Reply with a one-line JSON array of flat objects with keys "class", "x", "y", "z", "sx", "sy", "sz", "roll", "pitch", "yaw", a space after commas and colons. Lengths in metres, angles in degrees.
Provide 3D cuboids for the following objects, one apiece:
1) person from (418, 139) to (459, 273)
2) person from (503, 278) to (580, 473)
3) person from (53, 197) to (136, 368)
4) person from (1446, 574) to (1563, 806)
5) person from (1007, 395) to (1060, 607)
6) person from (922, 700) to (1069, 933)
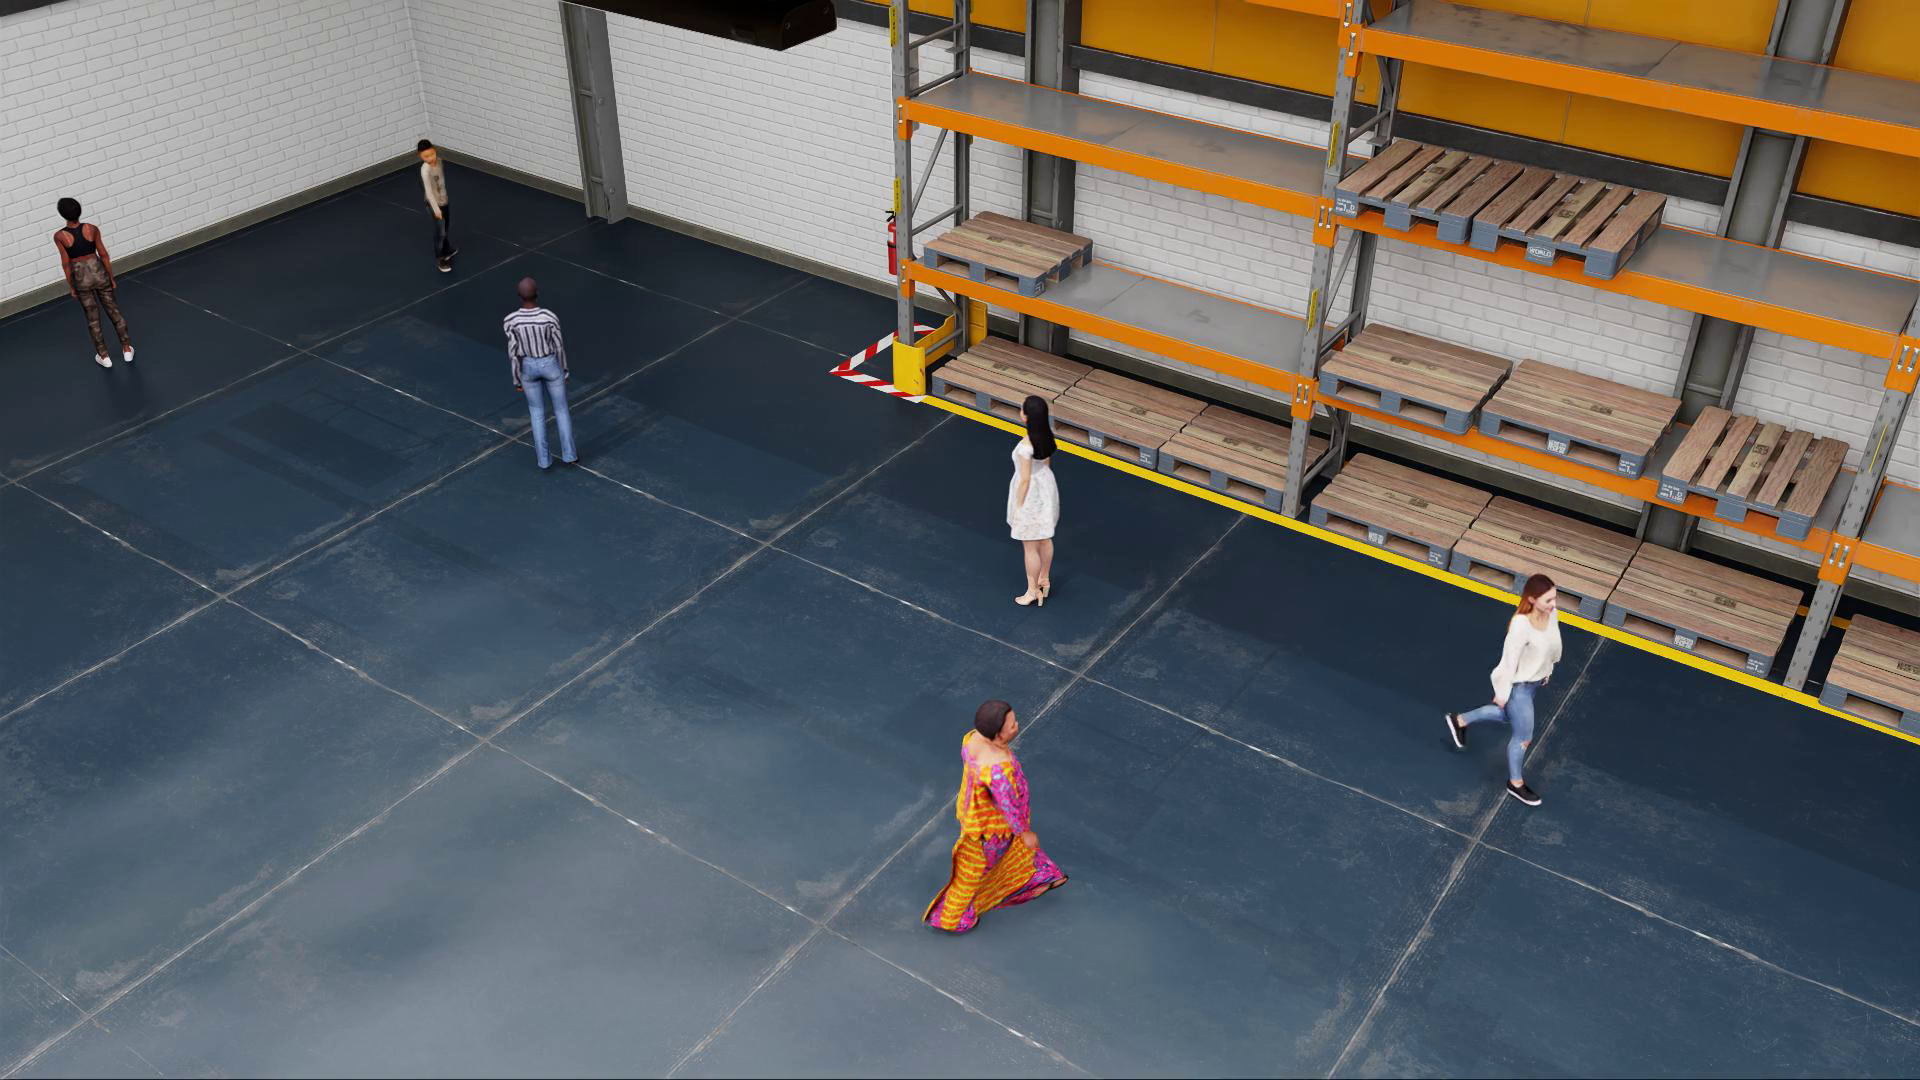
[{"class": "person", "x": -5.603, "y": -3.625, "z": 17.797, "sx": 0.705, "sy": 1.446, "sz": 0.775, "roll": -2, "pitch": 34, "yaw": -3}, {"class": "person", "x": -3.547, "y": -1.391, "z": 14.122, "sx": 0.693, "sy": 1.795, "sz": 0.753, "roll": -5, "pitch": 34, "yaw": -8}, {"class": "person", "x": -8.267, "y": -2.466, "z": 15.826, "sx": 0.638, "sy": 1.698, "sz": 0.629, "roll": -22, "pitch": 40, "yaw": -30}, {"class": "person", "x": 3.574, "y": 0.900, "z": 10.789, "sx": 0.789, "sy": 1.669, "sz": 1.108, "roll": -25, "pitch": 41, "yaw": -32}, {"class": "person", "x": 0.546, "y": -0.291, "z": 12.485, "sx": 0.618, "sy": 1.774, "sz": 0.634, "roll": 20, "pitch": 39, "yaw": 27}, {"class": "person", "x": 0.113, "y": 1.634, "z": 9.707, "sx": 1.199, "sy": 1.644, "sz": 1.163, "roll": -6, "pitch": 34, "yaw": -9}]
